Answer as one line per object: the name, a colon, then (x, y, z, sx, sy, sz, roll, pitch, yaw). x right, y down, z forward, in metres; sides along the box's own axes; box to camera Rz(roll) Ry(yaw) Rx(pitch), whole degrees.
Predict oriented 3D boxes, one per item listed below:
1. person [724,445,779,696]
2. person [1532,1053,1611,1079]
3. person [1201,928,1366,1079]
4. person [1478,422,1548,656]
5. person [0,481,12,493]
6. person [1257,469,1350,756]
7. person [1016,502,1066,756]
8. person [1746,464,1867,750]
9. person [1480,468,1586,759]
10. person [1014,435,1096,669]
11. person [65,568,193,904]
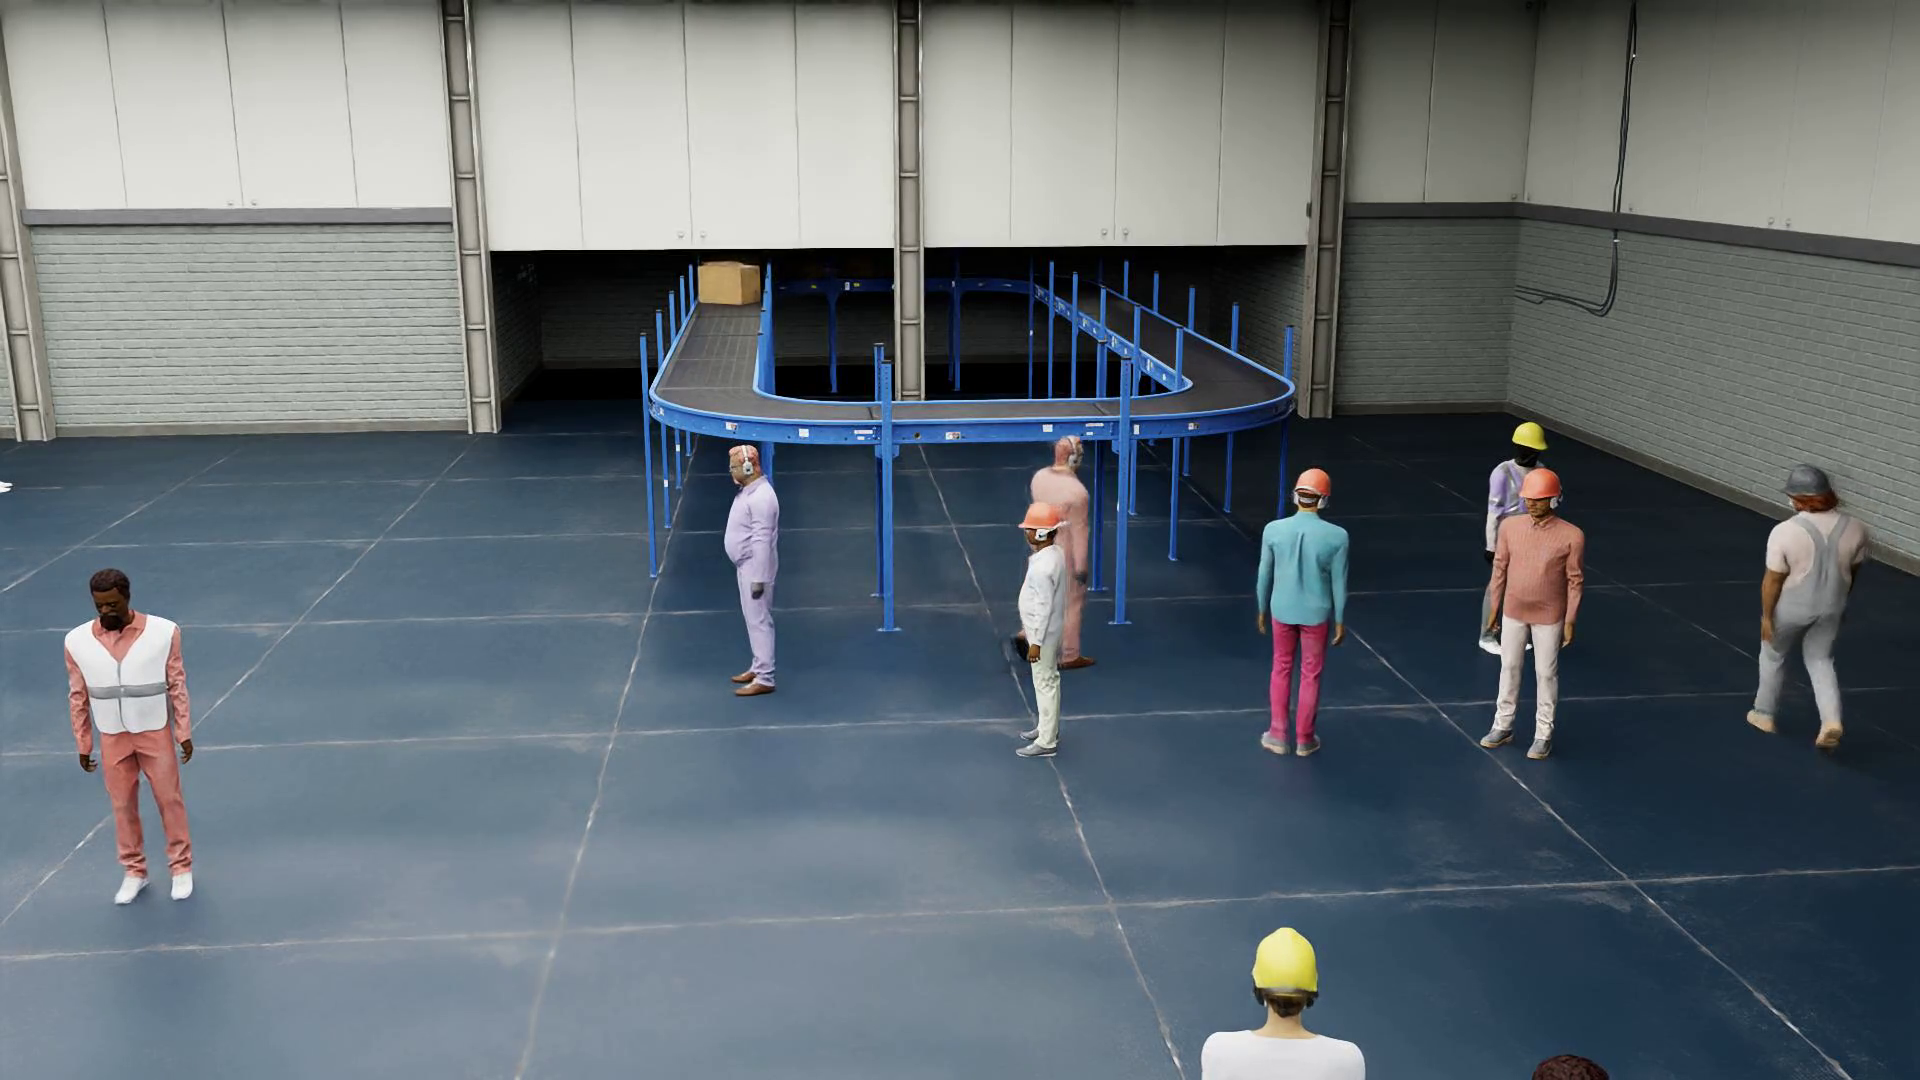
person: (-1.577, 0.218, 12.593, 0.403, 1.895, 0.647, -4, 15, -17)
person: (1.529, 2.233, 4.491, 0.587, 1.911, 0.397, -7, 16, -25)
person: (1.027, 2.083, 5.376, 0.525, 1.771, 0.305, 2, 14, 6)
person: (4.517, -0.015, 13.470, 0.608, 1.917, 0.404, -9, 16, -31)
person: (-11.403, -1.517, 19.461, 0.383, 1.924, 0.589, -6, 15, -22)
person: (2.341, 0.494, 11.347, 0.635, 1.968, 0.461, 8, 16, 28)
person: (0.550, 0.603, 11.323, 0.326, 1.752, 0.563, 2, 14, 9)
person: (5.823, 0.428, 11.442, 0.693, 2.000, 0.849, 0, 14, 0)
person: (3.884, 0.490, 11.286, 0.623, 1.993, 0.384, 12, 18, 40)
person: (0.776, 0.111, 13.008, 0.560, 1.889, 0.653, -9, 17, -32)
person: (-4.557, 1.076, 9.176, 0.598, 1.885, 0.398, -4, 15, -15)
